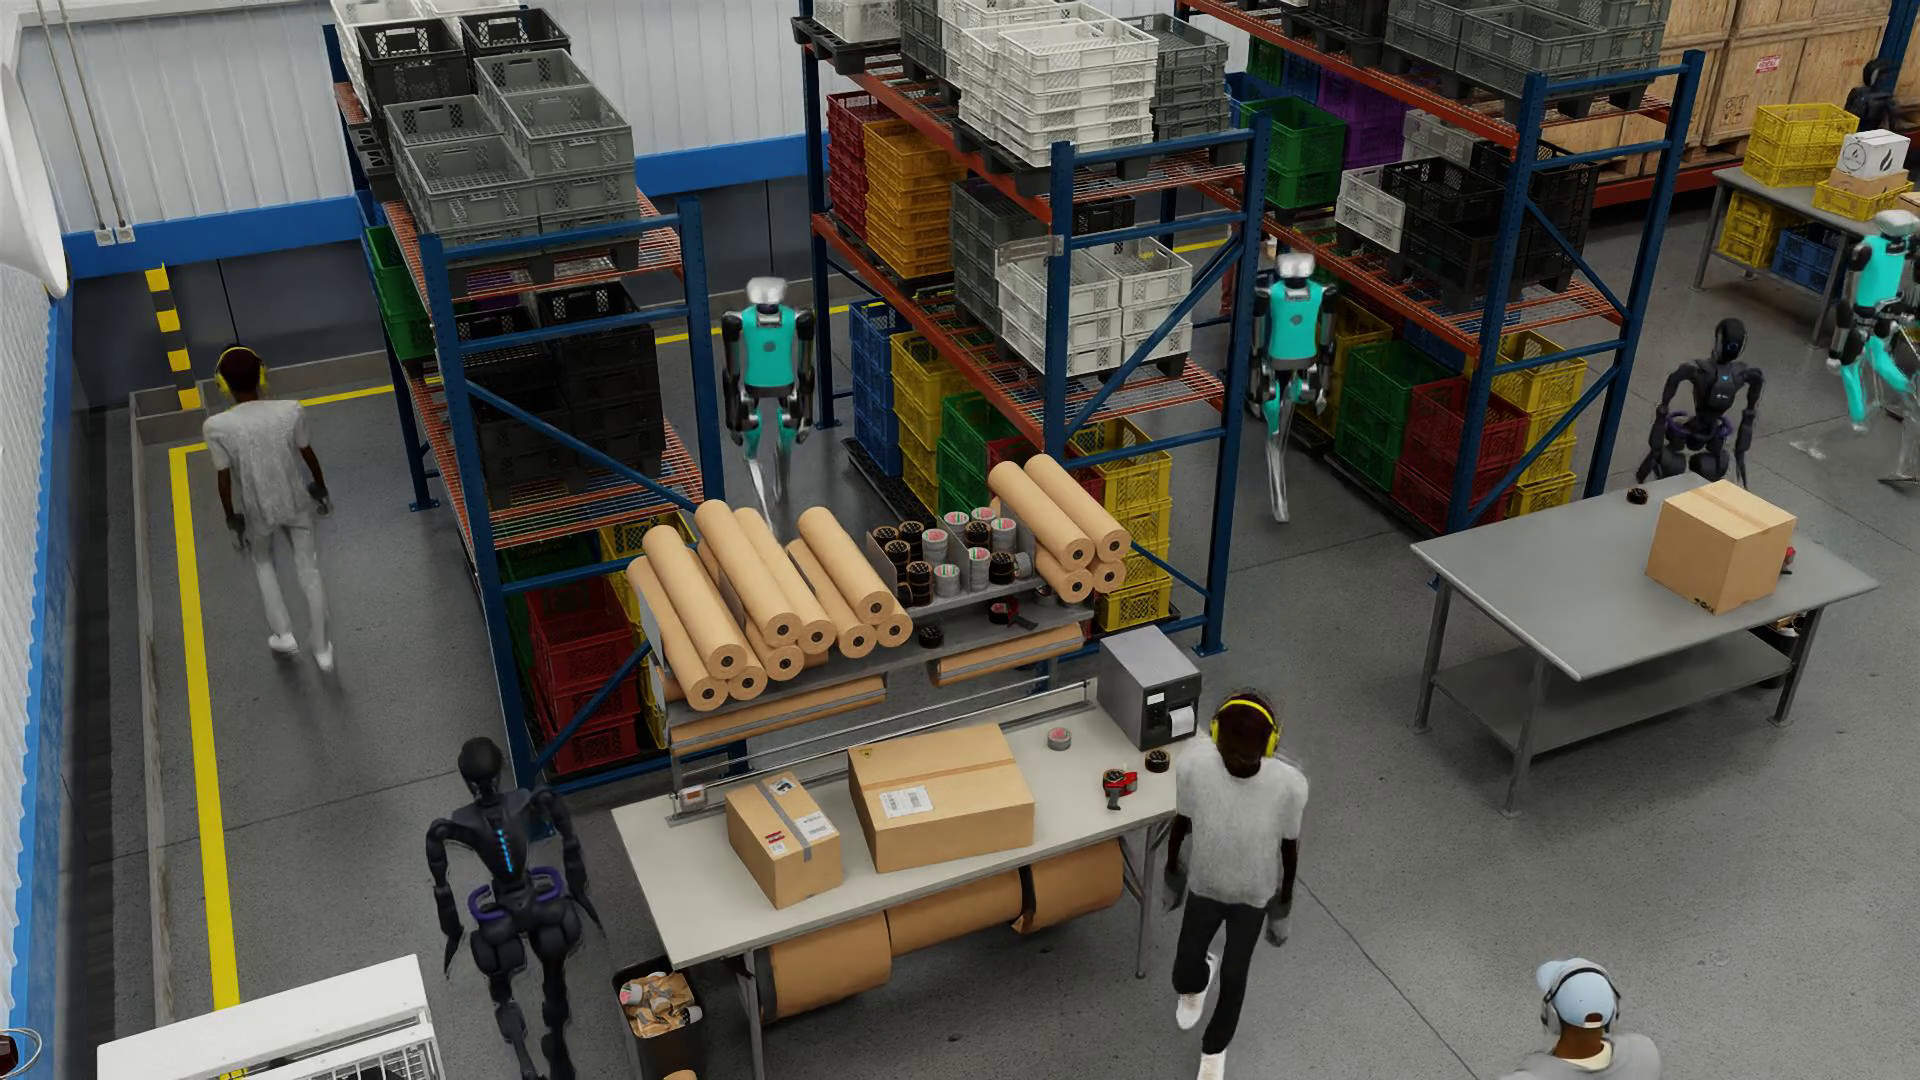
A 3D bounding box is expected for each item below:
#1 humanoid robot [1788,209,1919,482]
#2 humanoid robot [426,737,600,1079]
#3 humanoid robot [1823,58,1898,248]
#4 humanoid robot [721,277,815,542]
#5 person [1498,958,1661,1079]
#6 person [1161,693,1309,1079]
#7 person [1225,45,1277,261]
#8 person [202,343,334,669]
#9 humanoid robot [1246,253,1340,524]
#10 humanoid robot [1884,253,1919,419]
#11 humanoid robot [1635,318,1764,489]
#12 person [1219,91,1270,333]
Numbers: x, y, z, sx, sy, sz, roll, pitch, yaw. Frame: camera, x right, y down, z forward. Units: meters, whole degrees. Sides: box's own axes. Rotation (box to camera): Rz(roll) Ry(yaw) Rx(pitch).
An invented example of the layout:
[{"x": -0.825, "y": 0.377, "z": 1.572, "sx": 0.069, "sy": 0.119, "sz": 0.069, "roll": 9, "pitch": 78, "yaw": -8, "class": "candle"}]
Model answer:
[{"x": 5.877, "y": -1.122, "z": 10.454, "sx": 0.534, "sy": 1.787, "sz": 1.003, "roll": -13, "pitch": 34, "yaw": -20, "class": "humanoid robot"}, {"x": -1.664, "y": 1.441, "z": 6.279, "sx": 0.603, "sy": 1.645, "sz": 0.373, "roll": -14, "pitch": 34, "yaw": -22, "class": "humanoid robot"}, {"x": 7.576, "y": -3.201, "z": 13.868, "sx": 0.694, "sy": 1.623, "sz": 0.613, "roll": -10, "pitch": 33, "yaw": -16, "class": "humanoid robot"}, {"x": -1.143, "y": -0.813, "z": 9.960, "sx": 0.554, "sy": 1.843, "sz": 0.867, "roll": -5, "pitch": 32, "yaw": -8, "class": "humanoid robot"}, {"x": 1.797, "y": 2.011, "z": 5.199, "sx": 0.589, "sy": 1.847, "sz": 0.407, "roll": -12, "pitch": 33, "yaw": -18, "class": "person"}, {"x": 1.019, "y": 1.332, "z": 6.300, "sx": 0.507, "sy": 1.855, "sz": 0.447, "roll": 9, "pitch": 33, "yaw": 14, "class": "person"}, {"x": 2.475, "y": -3.193, "z": 13.673, "sx": 0.618, "sy": 1.836, "sz": 0.431, "roll": 5, "pitch": 32, "yaw": 8, "class": "person"}, {"x": -3.579, "y": -0.175, "z": 8.748, "sx": 0.530, "sy": 1.851, "sz": 0.546, "roll": -14, "pitch": 34, "yaw": -21, "class": "person"}, {"x": 1.981, "y": -1.004, "z": 10.232, "sx": 0.564, "sy": 1.750, "sz": 1.024, "roll": 1, "pitch": 32, "yaw": 1, "class": "humanoid robot"}, {"x": 6.636, "y": -1.443, "z": 11.007, "sx": 0.550, "sy": 1.887, "sz": 0.772, "roll": -13, "pitch": 34, "yaw": -20, "class": "humanoid robot"}, {"x": 4.181, "y": -0.515, "z": 9.458, "sx": 0.601, "sy": 1.644, "sz": 0.372, "roll": 1, "pitch": 32, "yaw": 2, "class": "humanoid robot"}, {"x": 2.158, "y": -2.467, "z": 12.403, "sx": 0.391, "sy": 1.920, "sz": 0.588, "roll": -4, "pitch": 32, "yaw": -6, "class": "person"}]
